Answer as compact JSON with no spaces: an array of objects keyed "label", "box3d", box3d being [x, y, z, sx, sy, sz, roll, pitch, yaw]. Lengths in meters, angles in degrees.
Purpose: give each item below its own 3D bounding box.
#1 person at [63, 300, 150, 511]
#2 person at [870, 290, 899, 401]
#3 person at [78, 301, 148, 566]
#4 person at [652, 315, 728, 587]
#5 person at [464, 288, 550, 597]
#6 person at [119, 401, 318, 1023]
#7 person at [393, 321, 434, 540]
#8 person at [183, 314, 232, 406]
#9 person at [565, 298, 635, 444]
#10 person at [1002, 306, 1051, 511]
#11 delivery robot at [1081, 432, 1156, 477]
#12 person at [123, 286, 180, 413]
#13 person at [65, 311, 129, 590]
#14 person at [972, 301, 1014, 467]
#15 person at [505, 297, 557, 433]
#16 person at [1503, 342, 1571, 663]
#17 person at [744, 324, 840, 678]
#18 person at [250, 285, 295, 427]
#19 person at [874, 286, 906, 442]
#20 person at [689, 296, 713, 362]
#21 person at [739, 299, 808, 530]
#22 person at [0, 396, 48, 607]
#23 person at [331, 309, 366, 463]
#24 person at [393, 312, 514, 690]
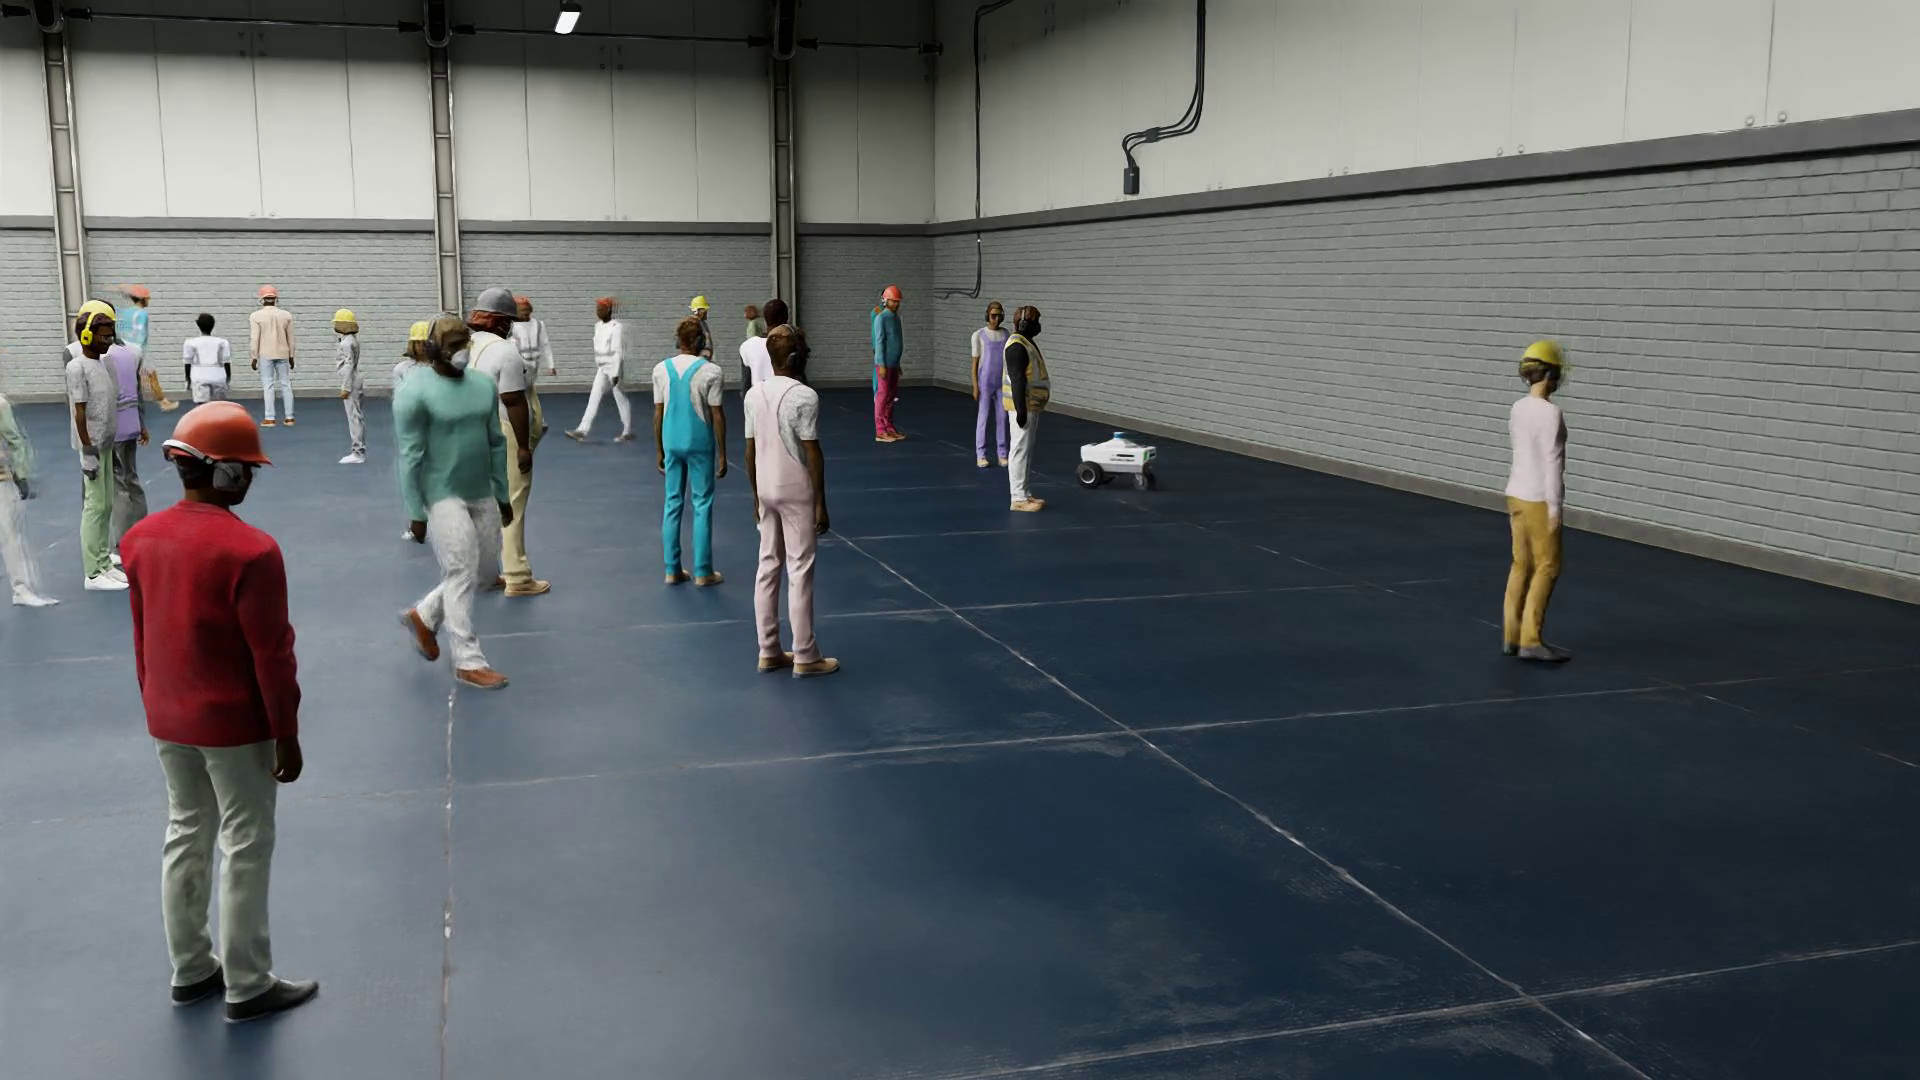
[{"label":"person","box3d":[-6.639,-0.903,12.961,0.394,1.919,0.590,7,11,36]},{"label":"person","box3d":[-1.286,-3.322,28.415,0.395,1.913,0.587,8,12,42]},{"label":"person","box3d":[-6.178,-0.770,12.090,0.384,1.922,0.594,0,9,-1]},{"label":"person","box3d":[-1.819,-0.591,11.238,0.511,1.837,0.353,2,9,14]},{"label":"person","box3d":[-3.022,-0.656,10.994,0.674,2.000,0.536,7,11,37]},{"label":"person","box3d":[-2.067,0.483,4.690,0.573,1.740,0.355,4,10,25]},{"label":"person","box3d":[-4.276,-0.872,13.315,0.485,1.745,0.292,-2,9,-10]},{"label":"person","box3d":[-9.316,-1.974,20.622,0.536,1.656,0.850,-5,10,-29]},{"label":"person","box3d":[-4.497,-2.108,20.894,0.594,1.836,0.970,8,12,43]},{"label":"person","box3d":[0.600,-1.185,15.000,0.429,1.843,0.629,2,9,10]},{"label":"delivery robot","box3d":[1.577,-0.830,16.528,0.707,0.478,0.477,4,10,23]},{"label":"person","box3d":[-12.618,-2.904,25.552,0.597,1.982,1.080,6,11,33]},{"label":"person","box3d":[-5.774,-0.596,11.176,0.329,1.865,0.508,-2,9,-11]},{"label":"person","box3d":[0.372,-1.714,18.409,0.501,1.838,0.341,-3,10,-21]},{"label":"person","box3d":[-5.821,-2.355,22.510,0.671,1.832,0.948,-8,12,-41]},{"label":"person","box3d":[3.167,-0.204,9.107,0.326,1.730,0.620,-1,9,-6]},{"label":"person","box3d":[-0.895,-0.201,8.707,0.505,1.847,0.344,7,11,36]},{"label":"person","box3d":[-9.733,-2.601,23.548,0.621,1.992,0.397,-9,12,-44]},{"label":"person","box3d":[-0.897,-2.266,21.426,0.392,1.990,0.611,4,10,22]},{"label":"person","box3d":[-3.774,-2.608,24.106,0.403,1.832,0.593,2,9,13]},{"label":"person","box3d":[-1.528,-1.024,13.746,0.587,1.914,0.391,3,9,20]},{"label":"person","box3d":[-6.166,-0.361,10.474,0.742,1.617,0.354,0,9,3]},{"label":"person","box3d":[-6.937,-1.743,18.871,0.294,1.744,0.484,-2,9,-13]},{"label":"person","box3d":[-2.626,-0.206,8.527,0.723,1.917,0.637,5,10,28]}]
